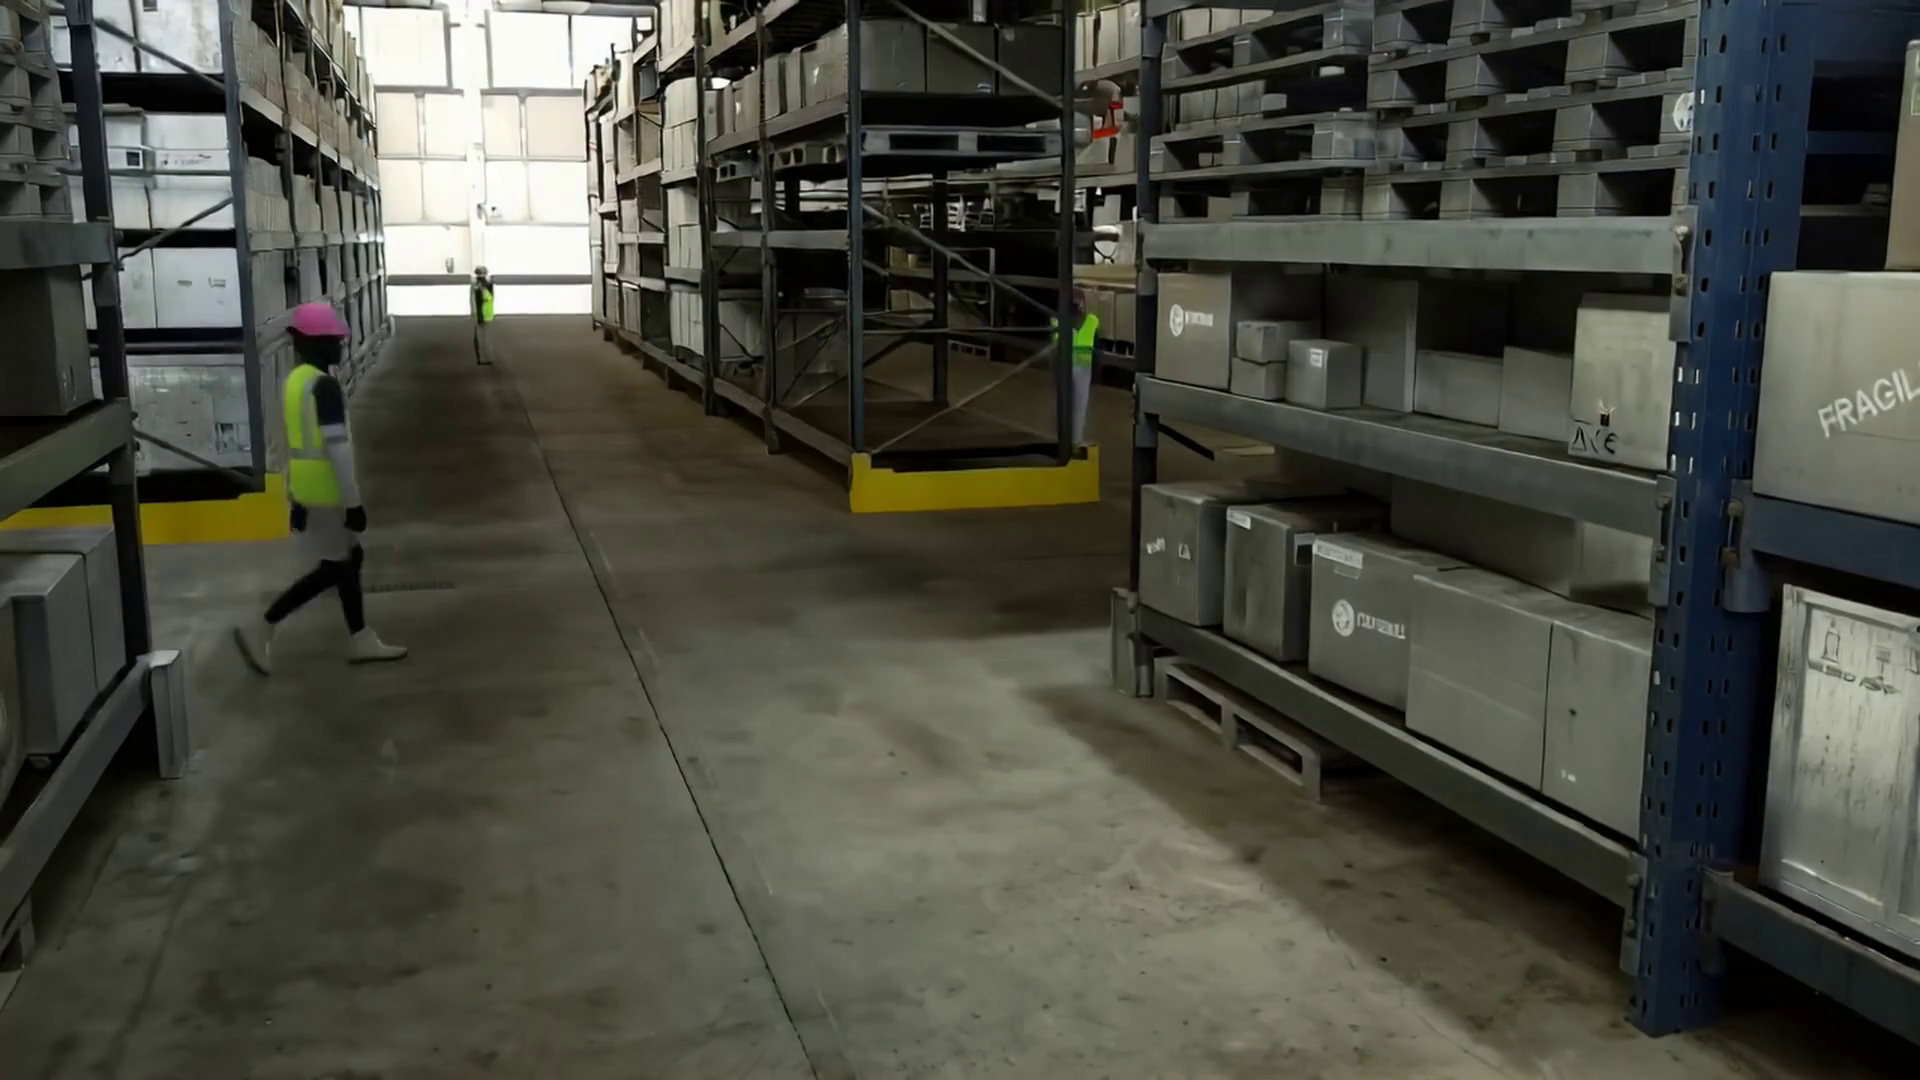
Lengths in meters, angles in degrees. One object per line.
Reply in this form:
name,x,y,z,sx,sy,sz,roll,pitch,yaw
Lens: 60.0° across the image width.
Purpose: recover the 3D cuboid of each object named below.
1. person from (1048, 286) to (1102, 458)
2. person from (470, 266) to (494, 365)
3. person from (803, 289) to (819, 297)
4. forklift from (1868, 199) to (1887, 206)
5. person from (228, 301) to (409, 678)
person,1.225,-1.786,17.760,0.562,1.830,0.449,-3,11,-15
person,-8.794,-4.123,30.574,0.403,1.823,0.588,-4,11,-19
person,-3.280,-4.995,35.280,0.644,1.853,1.012,-5,12,-26
forklift,11.338,-2.915,21.052,1.129,2.768,1.873,-3,11,-17
person,-3.470,-0.261,8.881,0.883,2.022,0.611,-7,12,-33
